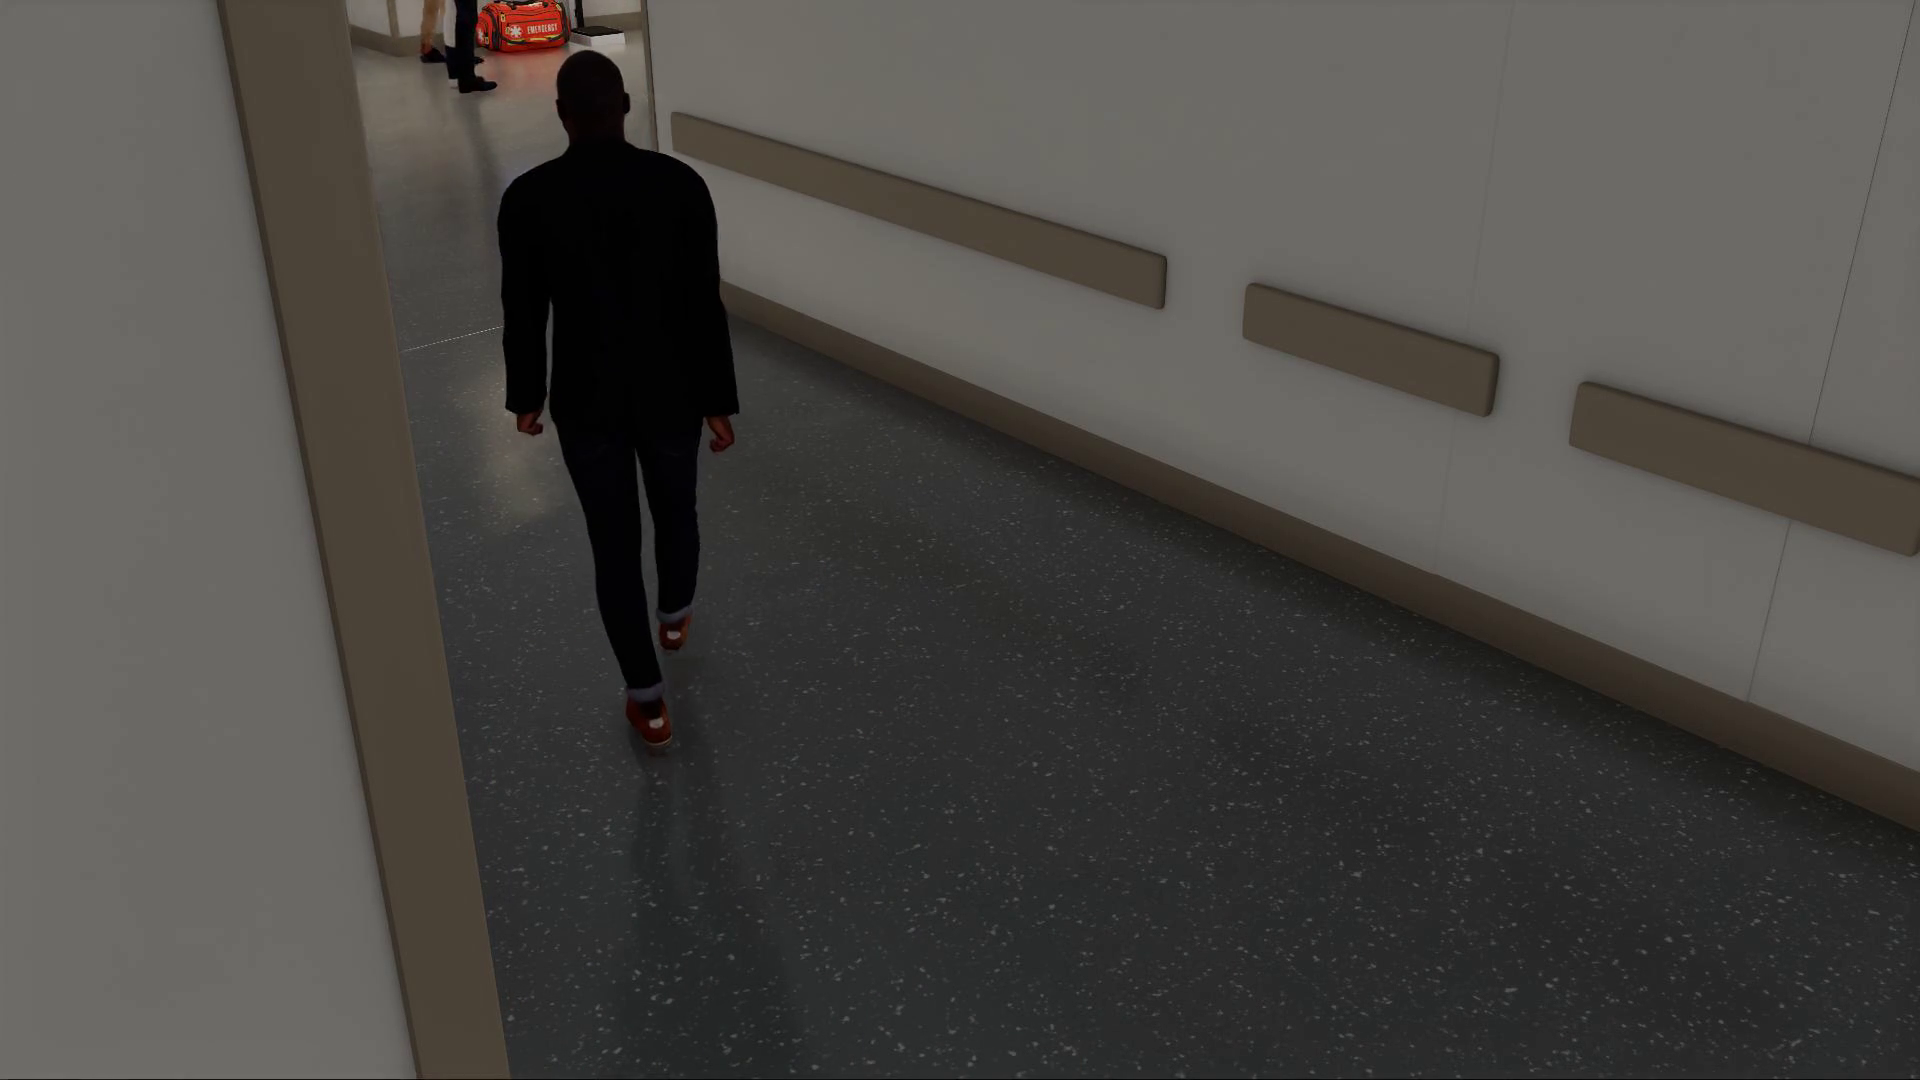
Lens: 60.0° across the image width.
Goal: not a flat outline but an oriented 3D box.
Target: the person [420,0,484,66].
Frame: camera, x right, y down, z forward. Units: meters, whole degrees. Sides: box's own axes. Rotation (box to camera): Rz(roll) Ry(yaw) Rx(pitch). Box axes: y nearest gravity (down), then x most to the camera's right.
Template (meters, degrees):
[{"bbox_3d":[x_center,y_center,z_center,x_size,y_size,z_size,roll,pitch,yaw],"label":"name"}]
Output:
[{"bbox_3d":[-4.401,-4.810,13.592,0.977,1.826,0.957,6,26,13],"label":"person"}]

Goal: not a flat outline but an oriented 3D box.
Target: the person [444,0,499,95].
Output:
[{"bbox_3d":[-3.855,-4.393,12.655,0.586,1.889,0.696,-18,31,-32],"label":"person"}]

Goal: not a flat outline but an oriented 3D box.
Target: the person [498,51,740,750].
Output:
[{"bbox_3d":[-0.845,-0.293,4.270,1.094,1.788,1.057,-7,27,-14],"label":"person"}]
